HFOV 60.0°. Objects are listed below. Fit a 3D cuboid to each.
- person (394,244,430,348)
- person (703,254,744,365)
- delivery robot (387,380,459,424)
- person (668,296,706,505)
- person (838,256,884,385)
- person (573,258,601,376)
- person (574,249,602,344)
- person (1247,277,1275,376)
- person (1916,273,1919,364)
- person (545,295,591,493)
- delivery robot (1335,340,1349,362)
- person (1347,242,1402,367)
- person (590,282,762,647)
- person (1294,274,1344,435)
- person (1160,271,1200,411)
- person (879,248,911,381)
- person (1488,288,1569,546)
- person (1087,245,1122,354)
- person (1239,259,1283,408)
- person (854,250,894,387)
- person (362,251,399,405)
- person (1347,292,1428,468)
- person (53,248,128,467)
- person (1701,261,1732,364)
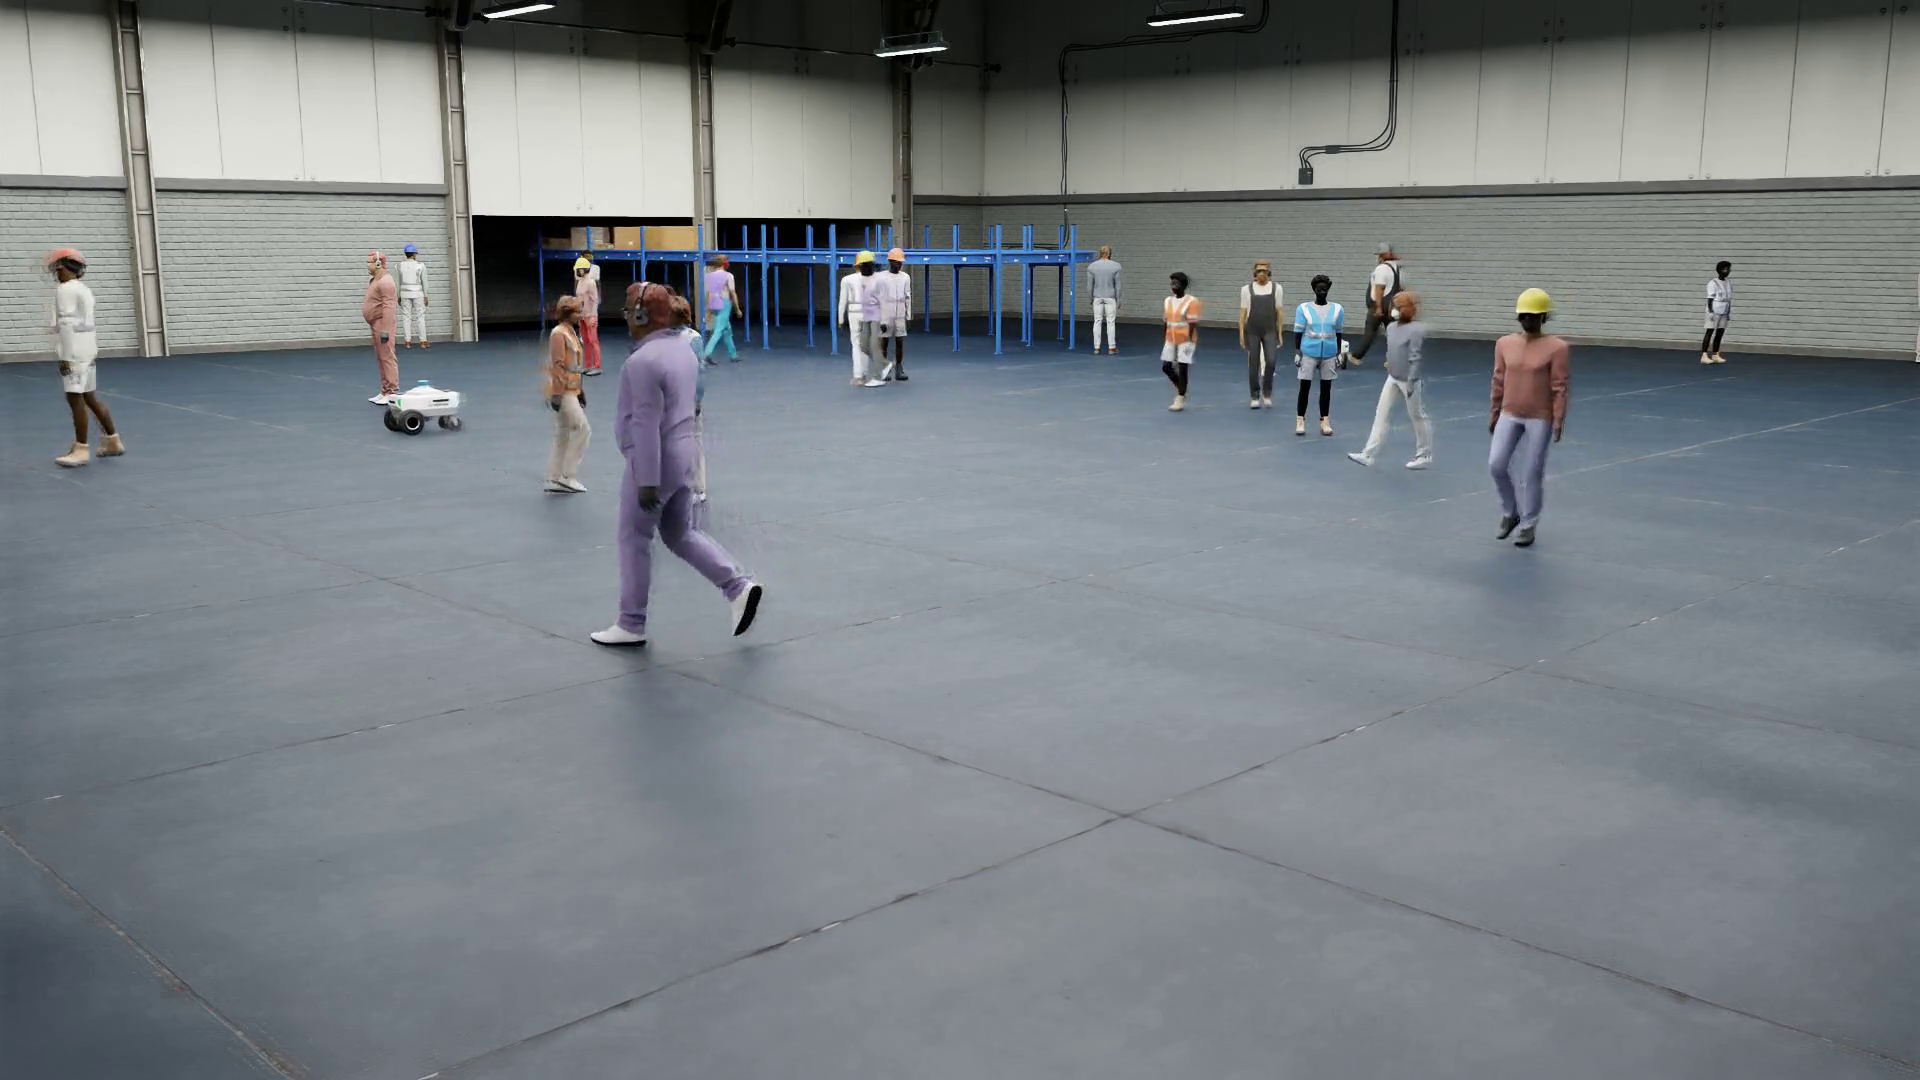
[{"bbox_3d":[-10.330,-4.599,31.367,0.605,1.944,0.402,-1,10,-3],"label":"person"},{"bbox_3d":[-3.960,-3.821,27.532,0.966,1.803,0.572,-10,14,-44],"label":"person"},{"bbox_3d":[-5.825,-1.491,18.071,0.707,0.478,0.477,-9,13,-39],"label":"delivery robot"},{"bbox_3d":[-2.199,-1.098,13.110,0.521,1.638,0.311,10,14,43],"label":"person"},{"bbox_3d":[-1.433,-3.164,23.841,0.665,1.832,0.938,-2,11,-12],"label":"person"},{"bbox_3d":[-5.682,-3.386,25.245,0.326,1.767,0.533,-8,13,-38],"label":"person"},{"bbox_3d":[-7.252,-4.743,32.444,0.494,1.846,0.461,-5,12,-26],"label":"person"},{"bbox_3d":[4.556,-3.300,25.124,0.286,1.636,0.500,-9,14,-42],"label":"person"},{"bbox_3d":[16.039,-3.840,27.334,0.409,1.908,0.639,-2,11,-9],"label":"person"},{"bbox_3d":[-3.190,-1.188,13.621,0.482,1.615,0.529,-1,10,-5],"label":"person"},{"bbox_3d":[6.011,-3.073,26.700,0.477,0.478,0.707,5,11,24],"label":"delivery robot"},{"bbox_3d":[6.742,-3.782,26.766,0.707,2.000,1.005,-10,14,-43],"label":"person"},{"bbox_3d":[-1.488,-0.381,8.557,0.814,1.883,0.652,2,11,12],"label":"person"},{"bbox_3d":[3.815,-1.970,17.705,0.539,1.695,0.318,0,10,-2],"label":"person"},{"bbox_3d":[2.677,-2.413,20.176,0.532,1.679,0.425,9,14,42],"label":"person"},{"bbox_3d":[-0.963,-3.294,24.320,0.552,1.929,0.404,-5,12,-25],"label":"person"},{"bbox_3d":[3.861,-0.832,11.338,0.544,1.751,0.397,8,13,38],"label":"person"},{"bbox_3d":[2.588,-4.303,29.788,0.629,1.933,0.379,4,11,19],"label":"person"},{"bbox_3d":[3.673,-2.503,20.275,0.536,1.818,0.713,1,10,7],"label":"person"},{"bbox_3d":[-1.190,-3.118,23.441,0.544,1.900,0.696,-7,13,-34],"label":"person"},{"bbox_3d":[-7.295,-2.667,20.937,0.409,1.907,0.648,-6,12,-29],"label":"person"},{"bbox_3d":[3.937,-1.428,15.004,0.871,1.585,0.517,-5,11,-25],"label":"person"},{"bbox_3d":[-8.153,-1.703,15.467,0.561,1.996,0.717,-3,11,-14],"label":"person"},{"bbox_3d":[12.557,-3.770,27.548,0.538,1.691,0.322,-6,12,-29],"label":"person"}]
